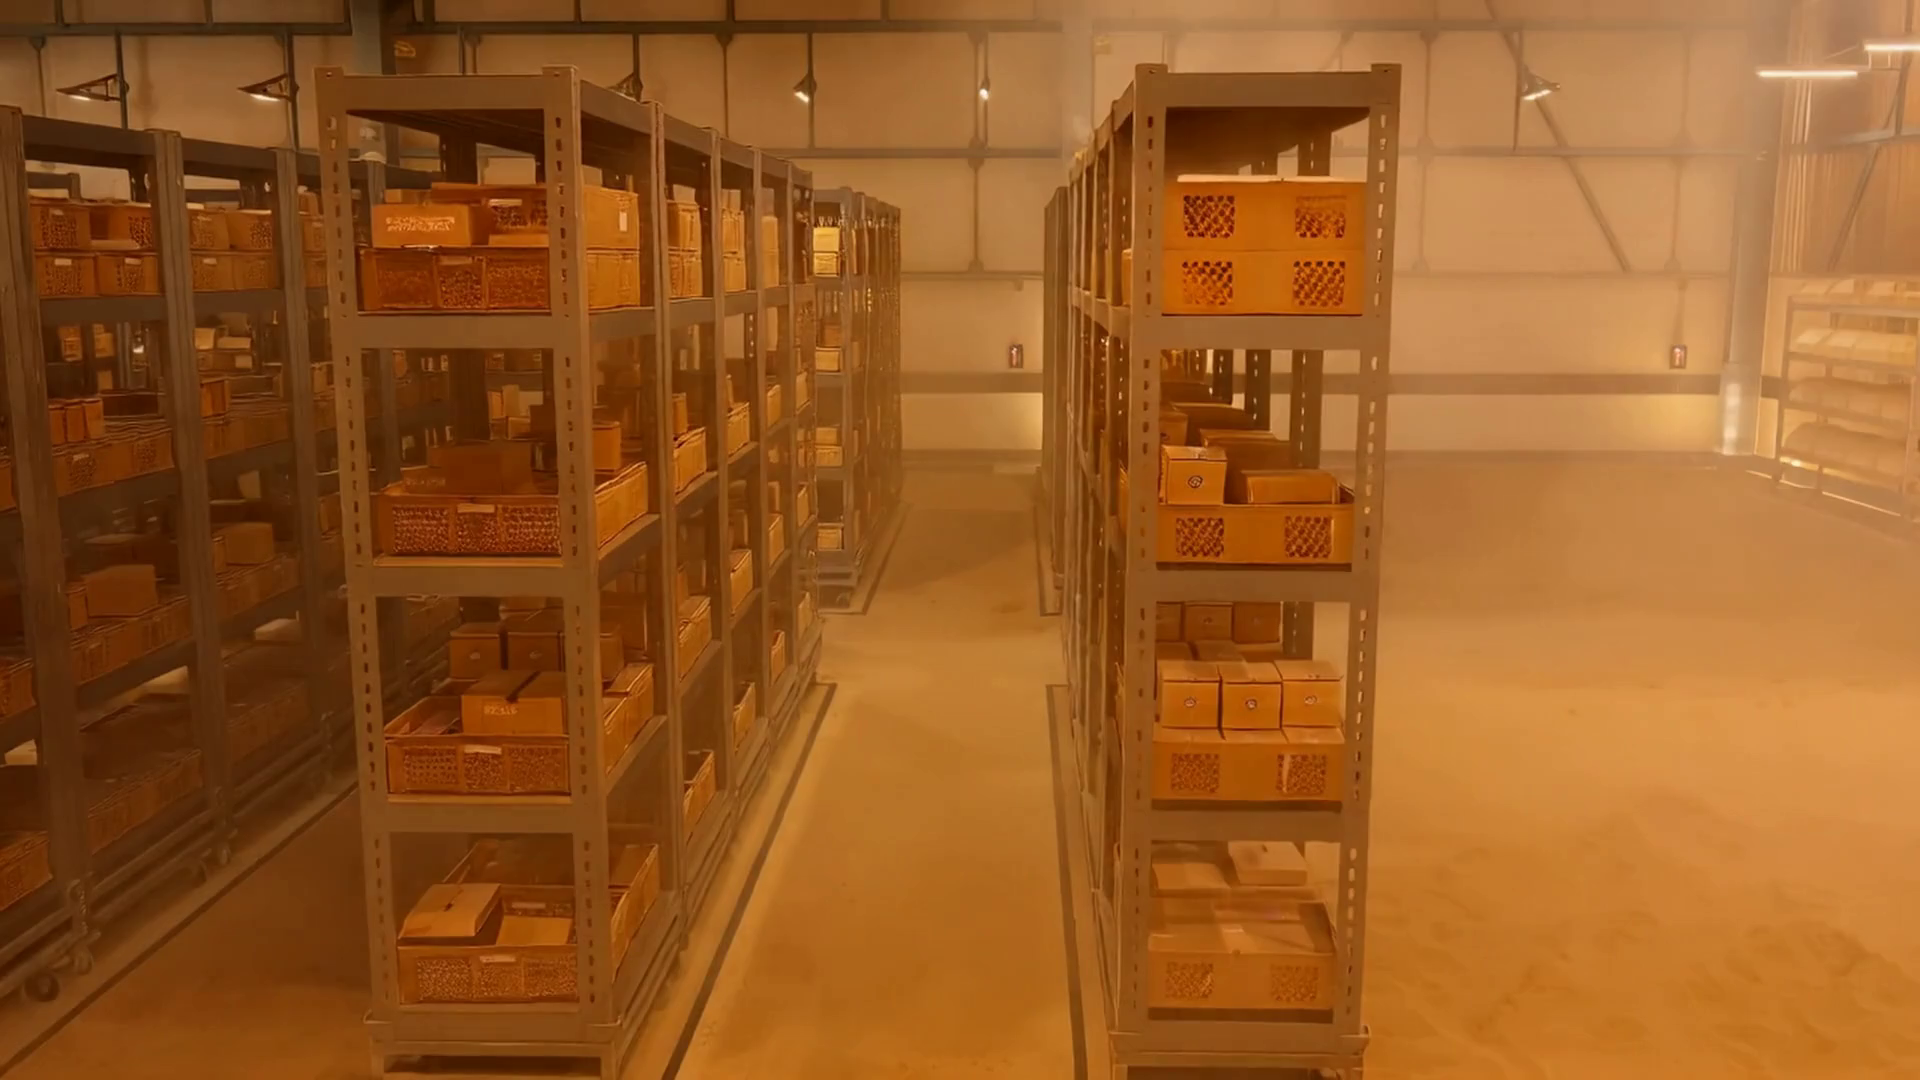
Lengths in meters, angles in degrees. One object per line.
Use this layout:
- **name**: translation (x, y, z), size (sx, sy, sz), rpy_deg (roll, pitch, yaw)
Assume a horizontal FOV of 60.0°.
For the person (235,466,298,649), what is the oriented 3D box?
- **person**: translation (-4.991, 0.048, 12.291), size (0.952, 1.800, 0.580), rpy_deg (1, 10, 7)
